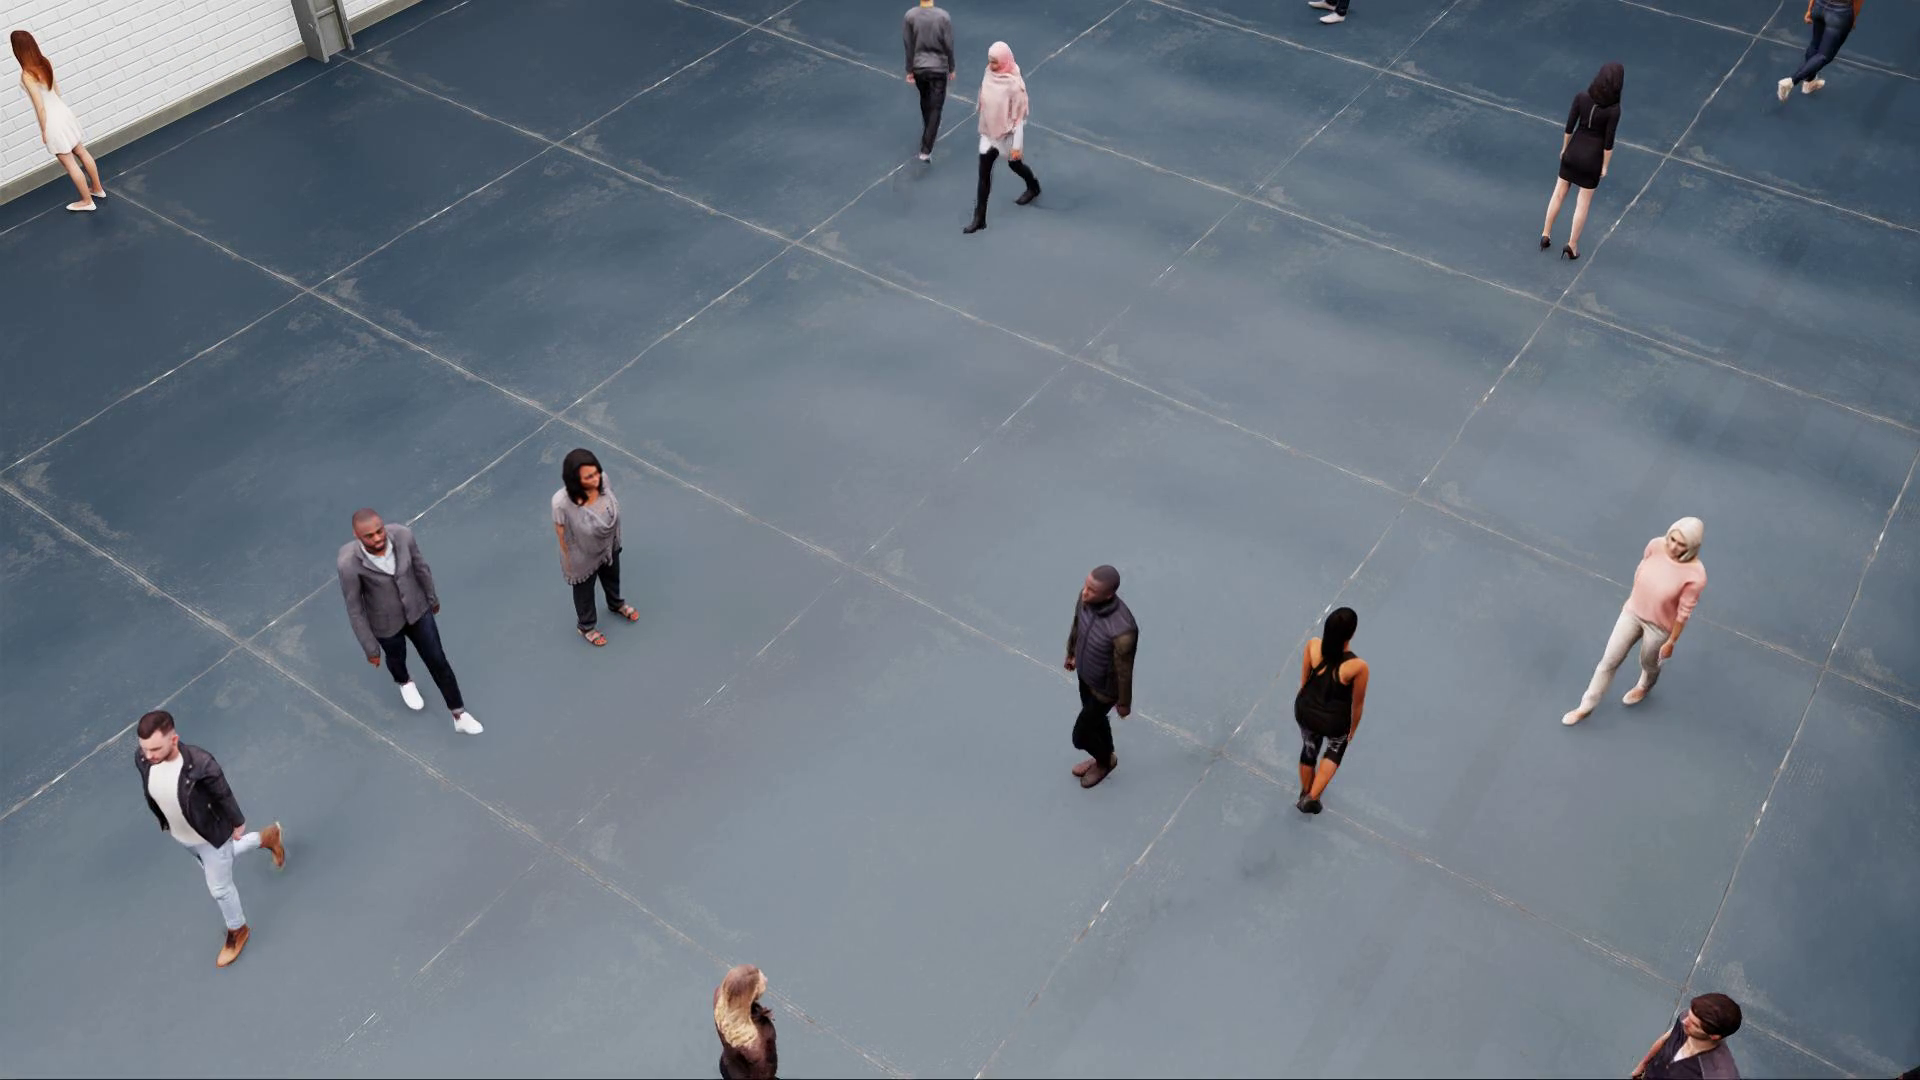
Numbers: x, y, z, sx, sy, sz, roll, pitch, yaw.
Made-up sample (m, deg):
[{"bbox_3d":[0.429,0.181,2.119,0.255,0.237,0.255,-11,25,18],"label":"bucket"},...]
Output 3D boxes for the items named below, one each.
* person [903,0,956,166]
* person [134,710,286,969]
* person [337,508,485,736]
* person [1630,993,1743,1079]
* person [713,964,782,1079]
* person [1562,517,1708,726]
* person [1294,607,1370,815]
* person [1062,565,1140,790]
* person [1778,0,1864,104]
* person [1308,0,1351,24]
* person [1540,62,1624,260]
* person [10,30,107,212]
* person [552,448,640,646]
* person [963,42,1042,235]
[{"bbox_3d":[-0.286,-4.328,15.449,0.922,1.728,1.216,9,44,9],"label":"person"},{"bbox_3d":[-4.179,1.535,9.235,0.881,1.812,1.158,11,45,11],"label":"person"},{"bbox_3d":[-3.560,0.440,10.409,1.118,1.778,0.995,-30,51,-28],"label":"person"},{"bbox_3d":[3.544,2.742,7.982,1.142,1.791,1.254,2,44,2],"label":"person"},{"bbox_3d":[-1.097,2.651,8.150,0.689,1.691,0.698,-23,48,-22],"label":"person"},{"bbox_3d":[4.394,0.477,10.429,1.062,1.696,0.838,-24,49,-23],"label":"person"},{"bbox_3d":[2.122,1.061,9.845,0.579,1.655,0.631,26,49,25],"label":"person"},{"bbox_3d":[0.923,0.814,9.982,0.865,1.824,0.852,-16,46,-17],"label":"person"},{"bbox_3d":[8.449,-5.088,16.205,1.184,1.787,0.950,-21,48,-21],"label":"person"},{"bbox_3d":[4.063,-6.405,17.525,0.843,1.872,0.770,-4,44,-4],"label":"person"},{"bbox_3d":[5.331,-3.239,14.251,0.562,1.803,0.633,-32,52,-29],"label":"person"},{"bbox_3d":[-8.076,-3.754,14.858,0.705,1.712,0.611,3,44,3],"label":"person"},{"bbox_3d":[-2.446,0.006,10.991,0.692,1.603,0.601,28,50,27],"label":"person"},{"bbox_3d":[0.448,-3.592,14.663,1.246,1.747,0.815,-33,53,-30],"label":"person"}]
